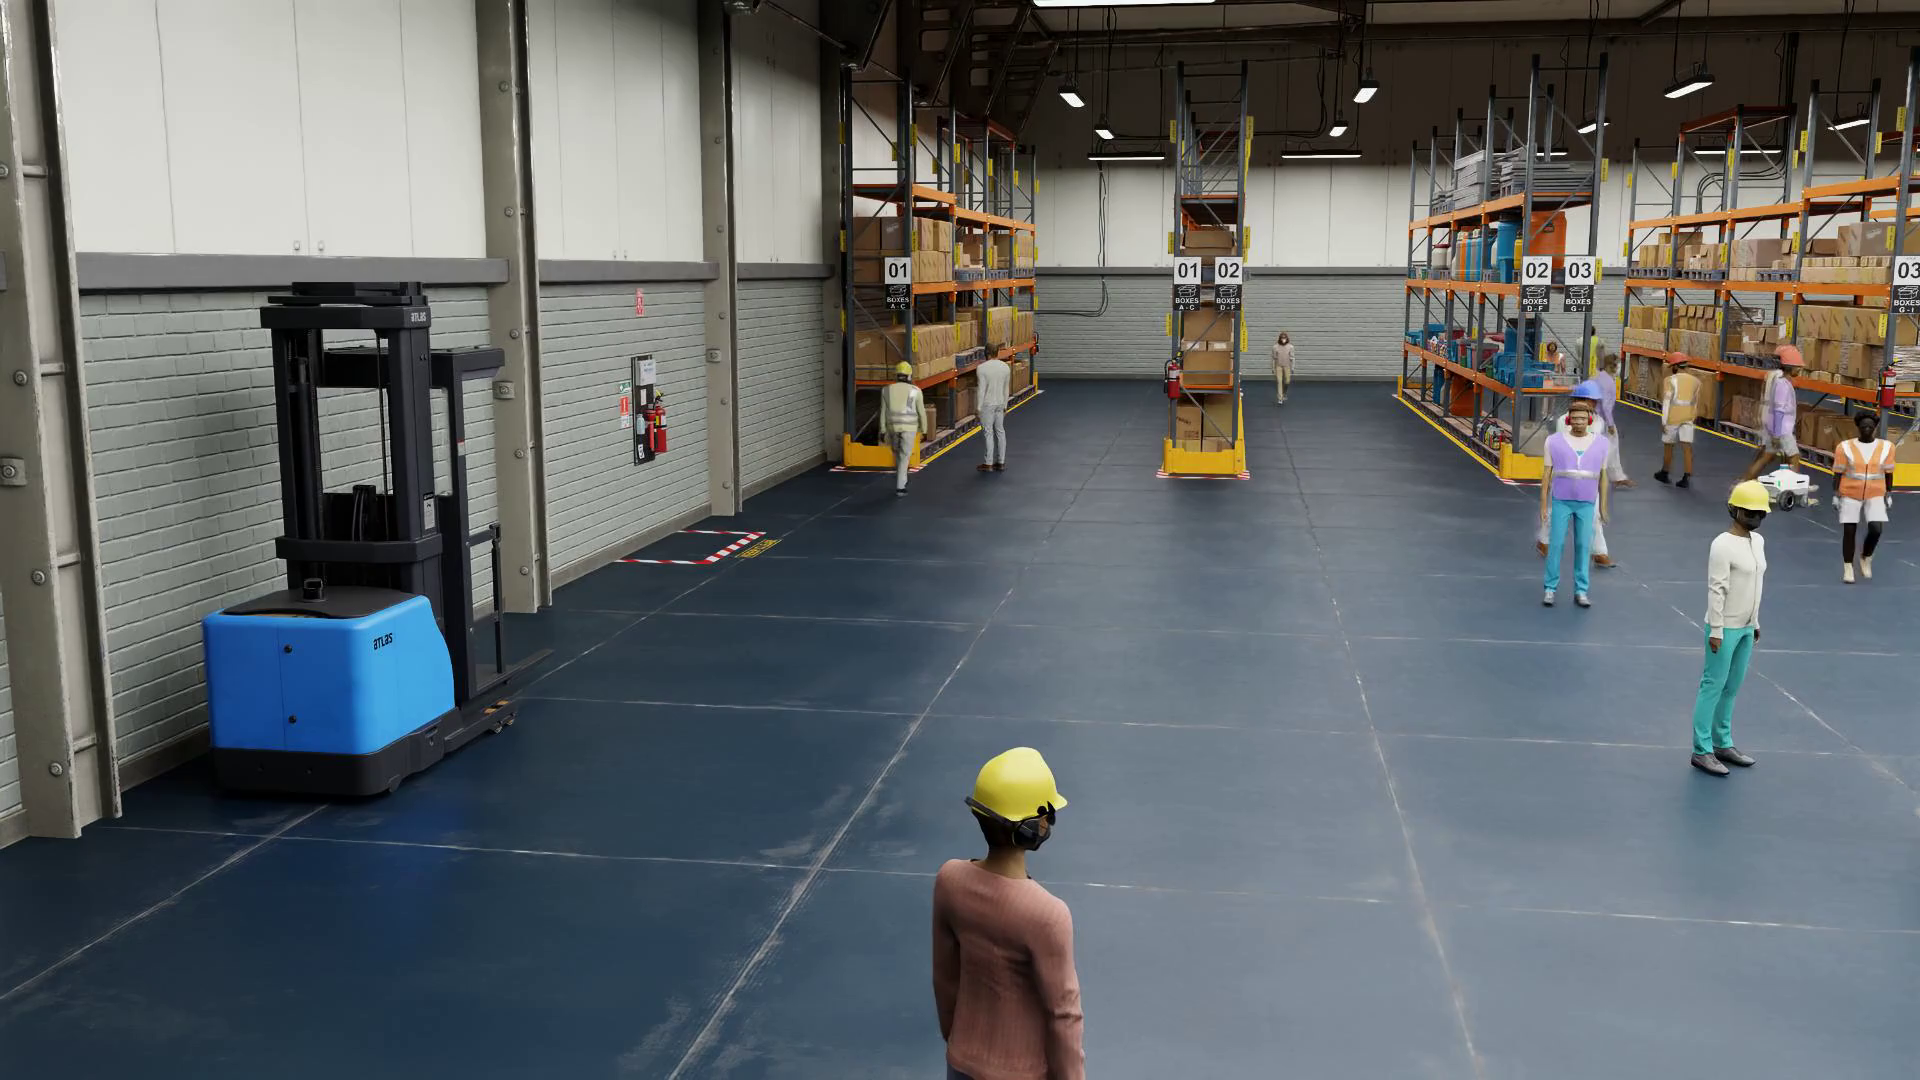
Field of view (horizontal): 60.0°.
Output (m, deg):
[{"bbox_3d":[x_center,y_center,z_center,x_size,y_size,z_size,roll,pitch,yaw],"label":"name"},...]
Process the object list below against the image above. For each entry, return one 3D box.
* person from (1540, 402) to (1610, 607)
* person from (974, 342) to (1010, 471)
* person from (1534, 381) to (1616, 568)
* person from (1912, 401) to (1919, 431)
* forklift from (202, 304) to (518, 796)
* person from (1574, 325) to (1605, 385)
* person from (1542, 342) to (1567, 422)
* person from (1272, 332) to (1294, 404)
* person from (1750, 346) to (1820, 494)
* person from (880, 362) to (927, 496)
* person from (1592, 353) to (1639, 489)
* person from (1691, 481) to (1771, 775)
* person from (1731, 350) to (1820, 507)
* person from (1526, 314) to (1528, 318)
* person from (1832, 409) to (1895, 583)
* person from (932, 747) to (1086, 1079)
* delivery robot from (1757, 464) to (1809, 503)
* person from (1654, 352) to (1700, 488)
[{"bbox_3d":[5.532,-0.331,15.006,0.570,1.843,0.373,2,9,11],"label":"person"},{"bbox_3d":[0.477,-2.013,25.094,0.638,1.938,0.356,-8,12,-41],"label":"person"},{"bbox_3d":[6.349,-0.699,17.151,0.613,1.900,1.014,-3,10,-19],"label":"person"},{"bbox_3d":[16.656,-2.435,28.632,0.507,1.632,0.264,1,9,4],"label":"person"},{"bbox_3d":[-3.673,-0.038,10.147,1.129,2.768,1.873,1,9,9],"label":"forklift"},{"bbox_3d":[13.975,-3.869,36.958,0.637,1.817,0.847,3,10,20],"label":"person"},{"bbox_3d":[11.783,-3.139,33.103,0.532,1.594,0.861,2,9,10],"label":"person"},{"bbox_3d":[7.329,-3.910,37.775,0.509,1.622,0.454,1,9,5],"label":"person"},{"bbox_3d":[11.063,-1.579,22.197,0.961,2.001,0.610,2,9,12],"label":"person"},{"bbox_3d":[-0.743,-1.510,22.480,0.623,1.780,0.935,3,10,18],"label":"person"},{"bbox_3d":[8.931,-1.659,23.109,0.996,1.884,0.628,5,11,30],"label":"person"},{"bbox_3d":[4.678,0.518,10.019,0.533,1.765,0.322,-7,12,-38],"label":"person"},{"bbox_3d":[10.561,-1.452,21.469,1.014,2.005,0.632,4,10,21],"label":"person"},{"bbox_3d":[13.657,-4.515,40.396,0.618,1.986,0.406,-3,10,-20],"label":"person"},{"bbox_3d":[8.684,-0.419,16.023,0.553,1.681,0.373,4,10,21],"label":"person"},{"bbox_3d":[0.140,1.419,4.455,0.315,1.770,0.524,-8,12,-41],"label":"person"},{"bbox_3d":[10.502,-0.721,21.221,0.707,0.478,0.477,-6,11,-33],"label":"delivery robot"},{"bbox_3d":[10.057,-1.688,23.297,0.548,1.873,0.969,0,9,-2],"label":"person"}]
